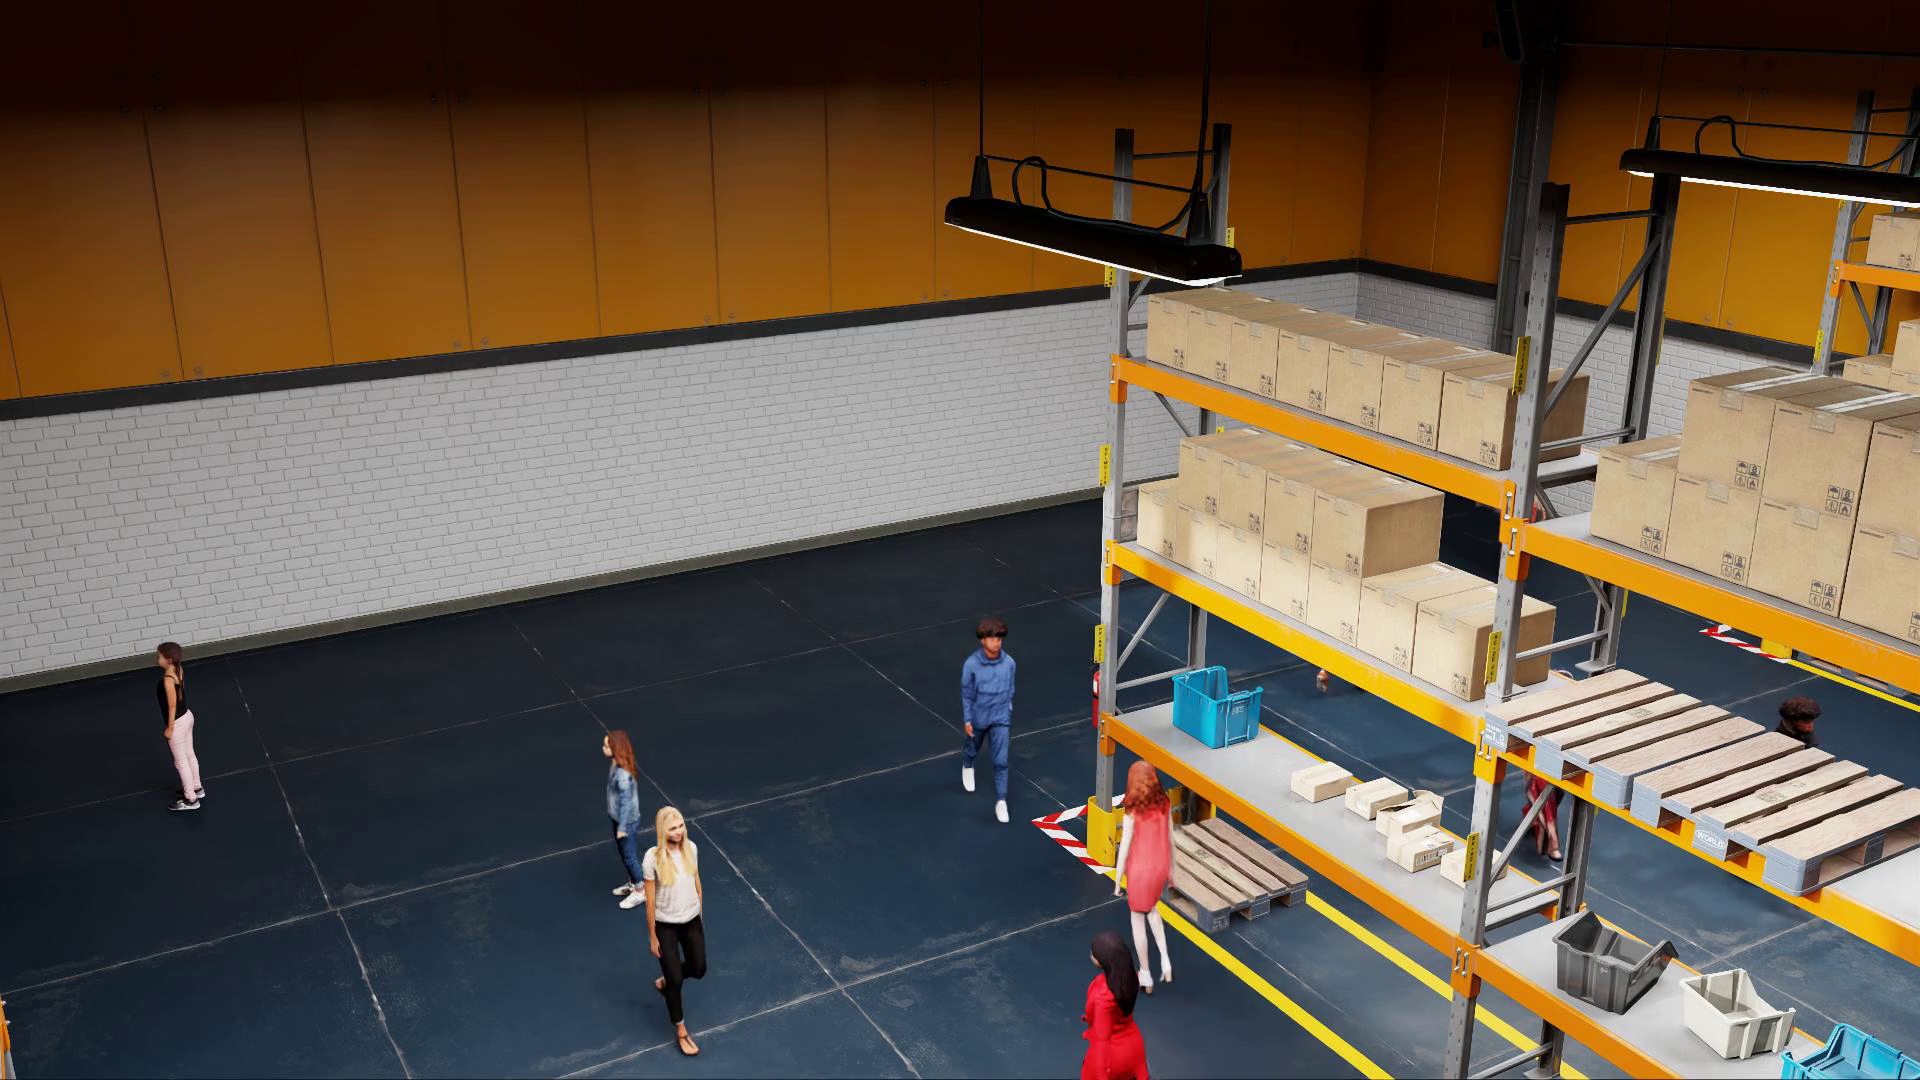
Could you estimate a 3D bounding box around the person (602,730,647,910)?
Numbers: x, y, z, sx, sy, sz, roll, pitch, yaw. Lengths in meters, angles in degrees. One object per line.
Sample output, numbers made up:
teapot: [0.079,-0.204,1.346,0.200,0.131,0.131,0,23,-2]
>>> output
person: [-2.642,2.199,13.201,0.648,1.471,0.440,-8,20,-23]

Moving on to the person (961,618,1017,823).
person: [0.205,1.521,14.732,0.940,1.781,1.261,-3,19,-9]

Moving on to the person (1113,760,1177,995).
person: [1.394,2.466,11.882,0.611,1.809,0.682,-11,21,-28]

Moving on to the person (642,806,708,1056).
person: [-2.015,2.623,11.404,0.711,1.816,0.891,-16,24,-39]

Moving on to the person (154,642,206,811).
person: [-6.938,1.628,14.755,0.660,1.563,0.558,-2,19,-6]

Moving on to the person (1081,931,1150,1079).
person: [1.014,3.164,9.976,1.154,1.702,0.906,14,23,36]

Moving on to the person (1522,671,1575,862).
person: [4.980,1.834,14.064,0.951,1.613,1.176,-1,19,-4]
